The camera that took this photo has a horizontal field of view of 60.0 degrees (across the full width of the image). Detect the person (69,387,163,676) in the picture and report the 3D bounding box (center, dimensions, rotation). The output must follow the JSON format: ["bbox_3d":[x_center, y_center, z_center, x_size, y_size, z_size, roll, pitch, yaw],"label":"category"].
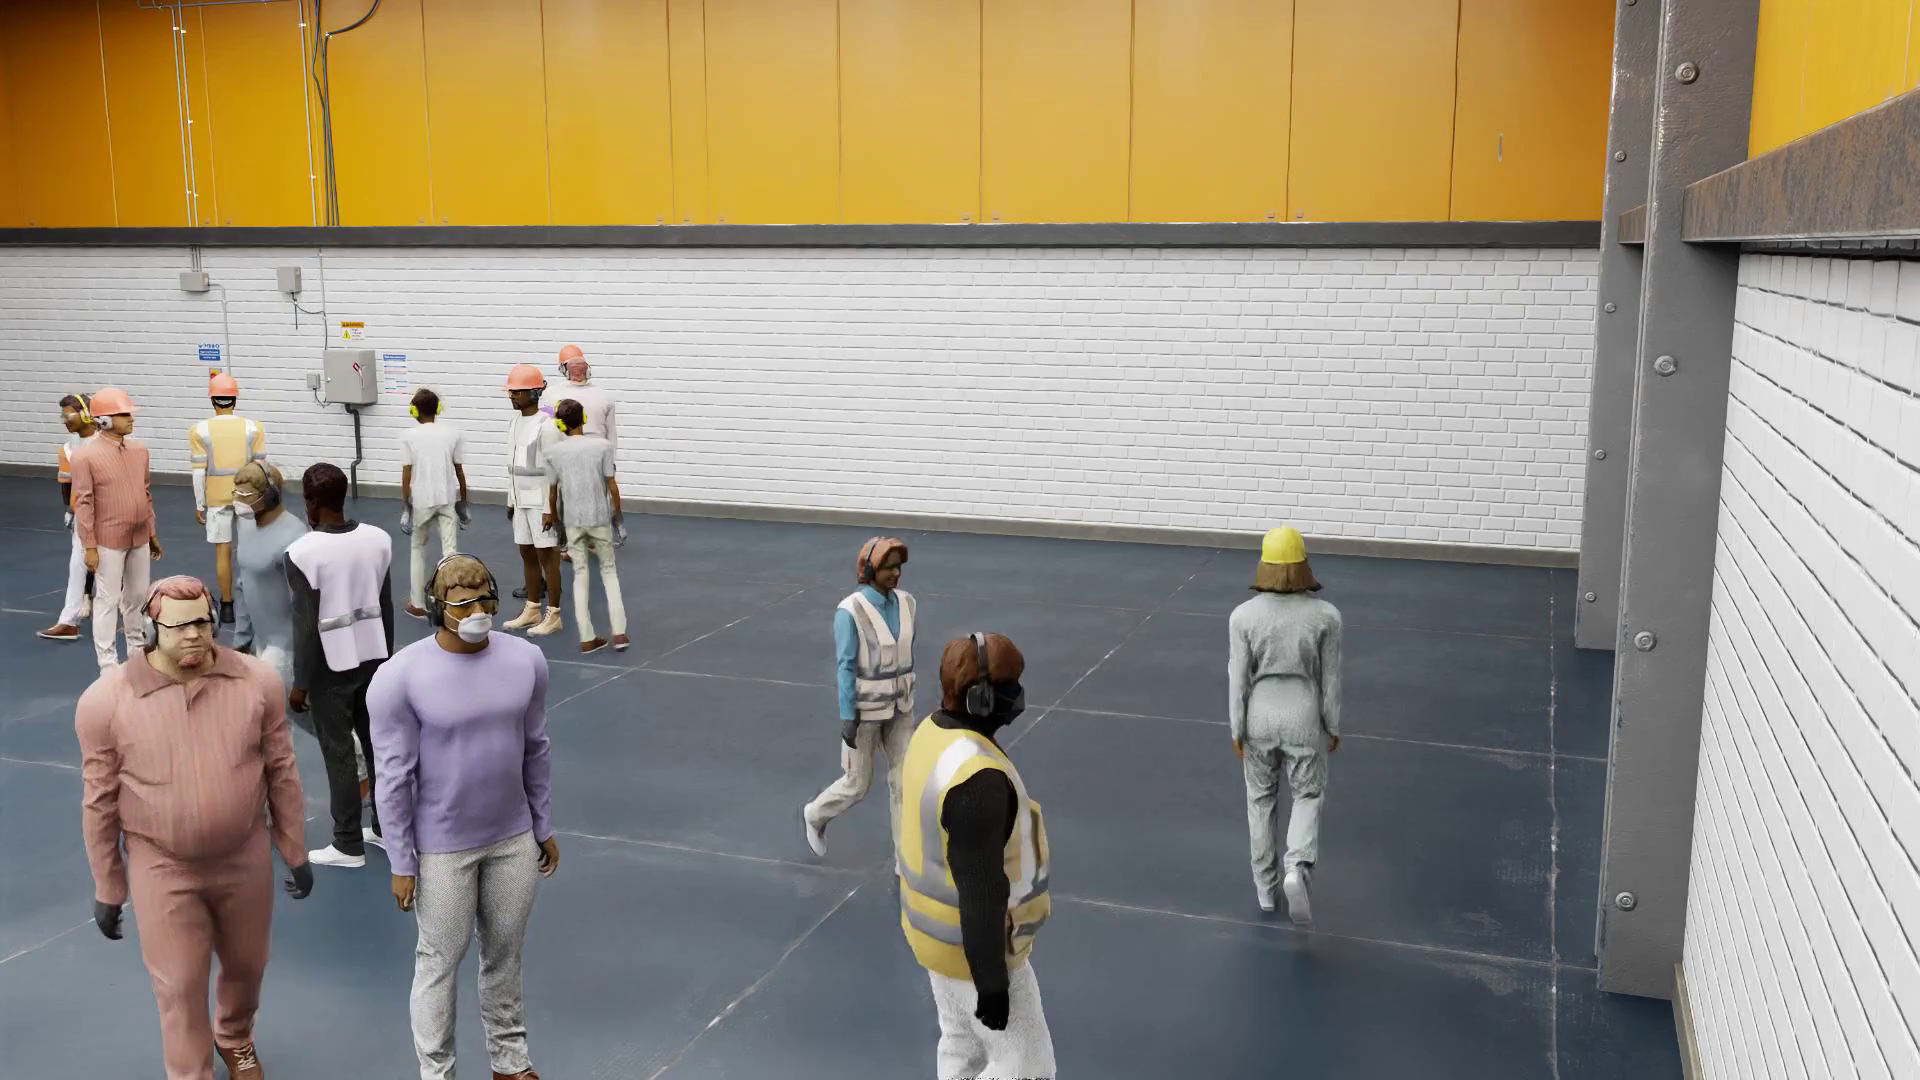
[{"bbox_3d":[-5.548,-0.009,10.995,0.376,1.995,0.622,3,11,17],"label":"person"}]

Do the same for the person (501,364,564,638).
[{"bbox_3d":[-3.216,-0.293,12.463,0.608,2.044,0.370,9,14,42],"label":"person"}]

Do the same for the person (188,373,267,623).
[{"bbox_3d":[-5.667,-0.323,12.930,0.547,1.937,0.379,-6,12,-29],"label":"person"}]

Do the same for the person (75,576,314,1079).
[{"bbox_3d":[-2.494,1.036,5.478,0.676,1.905,0.704,-8,13,-36],"label":"person"}]

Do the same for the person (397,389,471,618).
[{"bbox_3d":[-4.101,-0.255,12.915,0.567,1.815,0.800,-7,12,-33],"label":"person"}]

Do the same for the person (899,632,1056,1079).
[{"bbox_3d":[0.047,1.165,4.841,0.436,1.832,0.648,-2,10,-13],"label":"person"}]

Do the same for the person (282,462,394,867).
[{"bbox_3d":[-2.898,0.589,7.856,0.372,1.914,0.597,5,11,26],"label":"person"}]

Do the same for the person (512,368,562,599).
[{"bbox_3d":[-3.542,-0.481,13.817,0.354,1.939,0.545,4,11,23],"label":"person"}]

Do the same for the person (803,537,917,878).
[{"bbox_3d":[-0.416,0.771,7.663,0.685,1.616,0.521,10,14,43],"label":"person"}]

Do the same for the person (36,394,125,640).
[{"bbox_3d":[-6.455,-0.154,12.317,0.535,1.816,0.964,3,11,18],"label":"person"}]

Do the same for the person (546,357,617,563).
[{"bbox_3d":[-3.493,-0.738,15.362,0.646,1.904,0.401,-5,11,-24],"label":"person"}]

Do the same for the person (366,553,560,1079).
[{"bbox_3d":[-1.605,0.997,5.492,0.372,1.940,0.631,9,14,43],"label":"person"}]

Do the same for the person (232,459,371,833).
[{"bbox_3d":[-3.323,0.524,8.322,0.960,1.907,0.659,-9,13,-40],"label":"person"}]

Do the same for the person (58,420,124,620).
[{"bbox_3d":[-6.761,-0.224,13.062,0.534,1.692,0.322,-4,11,-22],"label":"person"}]

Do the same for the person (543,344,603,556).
[{"bbox_3d":[-3.628,-0.840,15.677,0.622,1.994,0.381,-7,12,-34],"label":"person"}]

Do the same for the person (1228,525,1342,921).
[{"bbox_3d":[1.387,0.803,7.161,0.490,1.726,0.573,3,10,14],"label":"person"}]

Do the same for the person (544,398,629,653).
[{"bbox_3d":[-2.676,-0.094,11.946,0.564,1.847,0.394,-1,10,-4],"label":"person"}]
